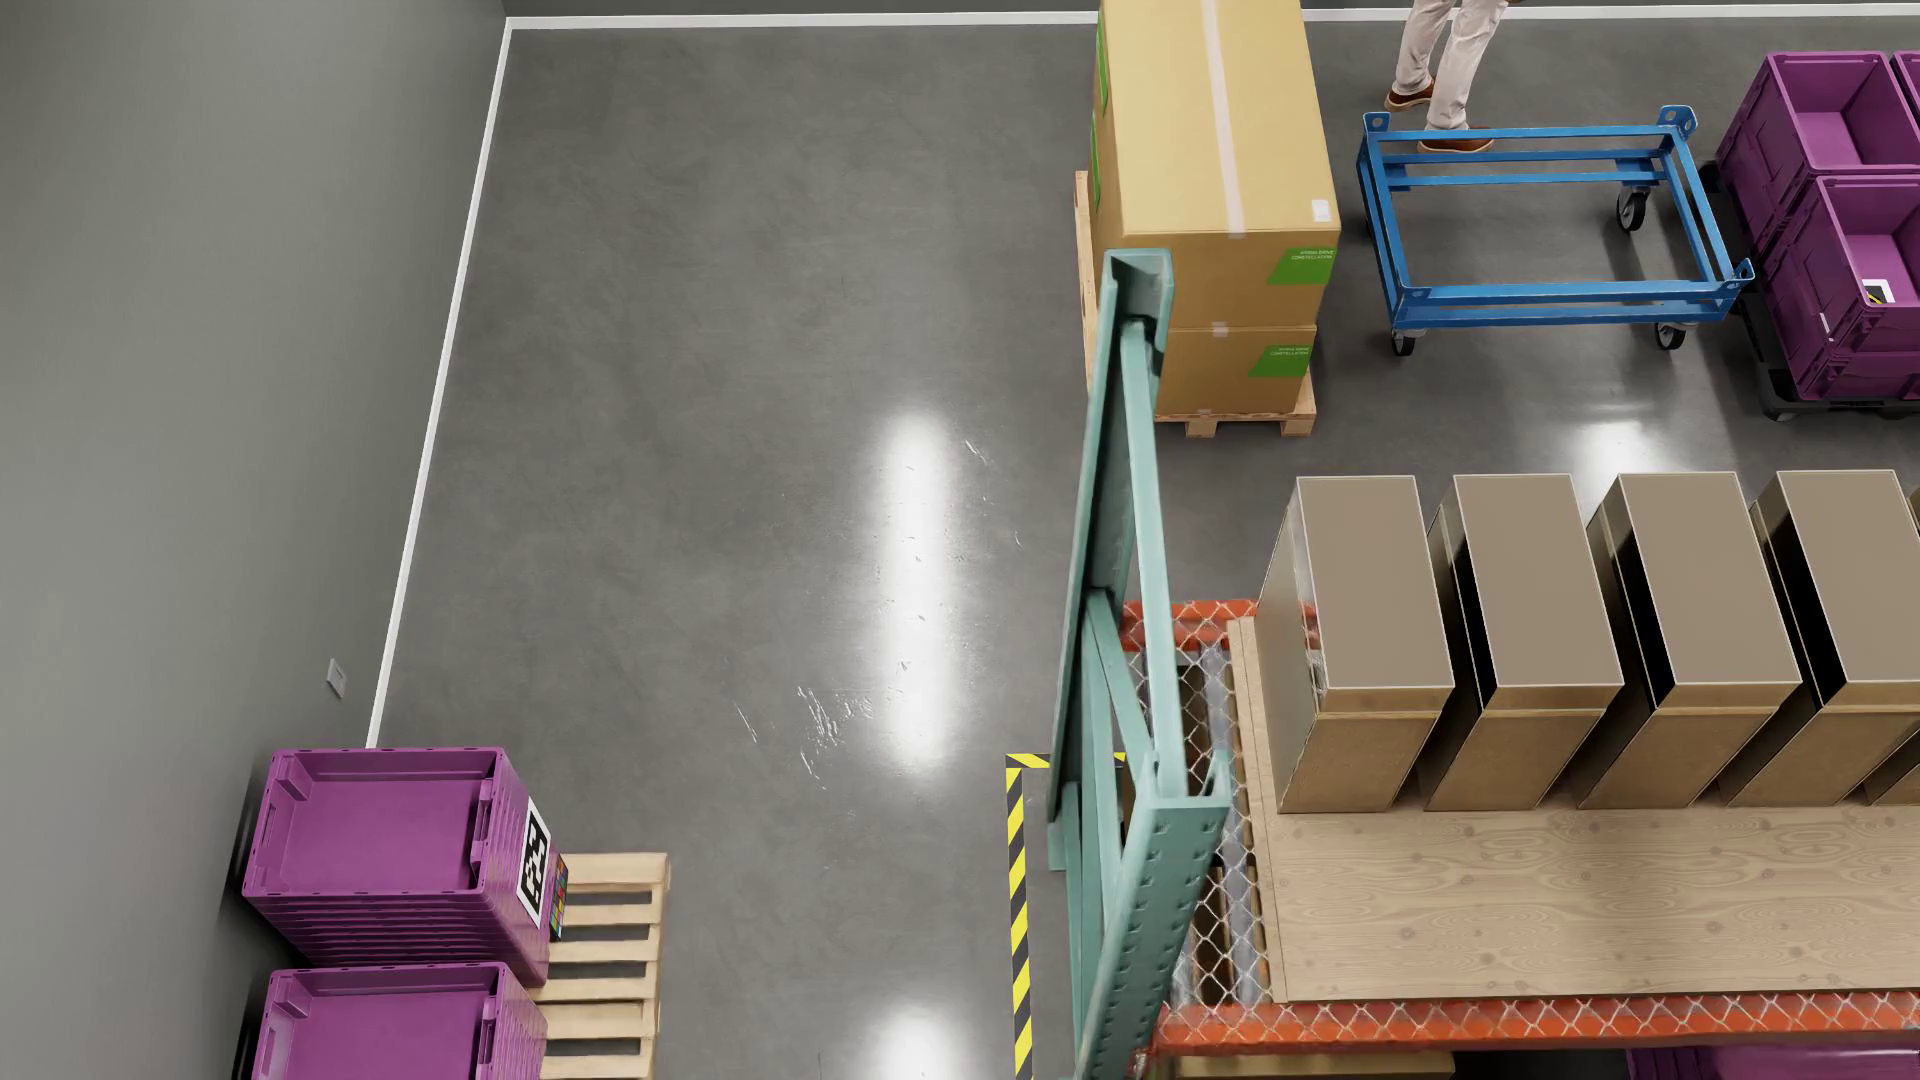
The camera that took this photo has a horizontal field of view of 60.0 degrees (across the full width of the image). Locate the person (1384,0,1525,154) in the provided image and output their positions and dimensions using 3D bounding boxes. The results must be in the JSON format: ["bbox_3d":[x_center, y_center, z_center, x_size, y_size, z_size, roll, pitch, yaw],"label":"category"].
[{"bbox_3d":[1.946,-2.265,6.059,0.375,1.995,0.609,-15,59,-10],"label":"person"}]
